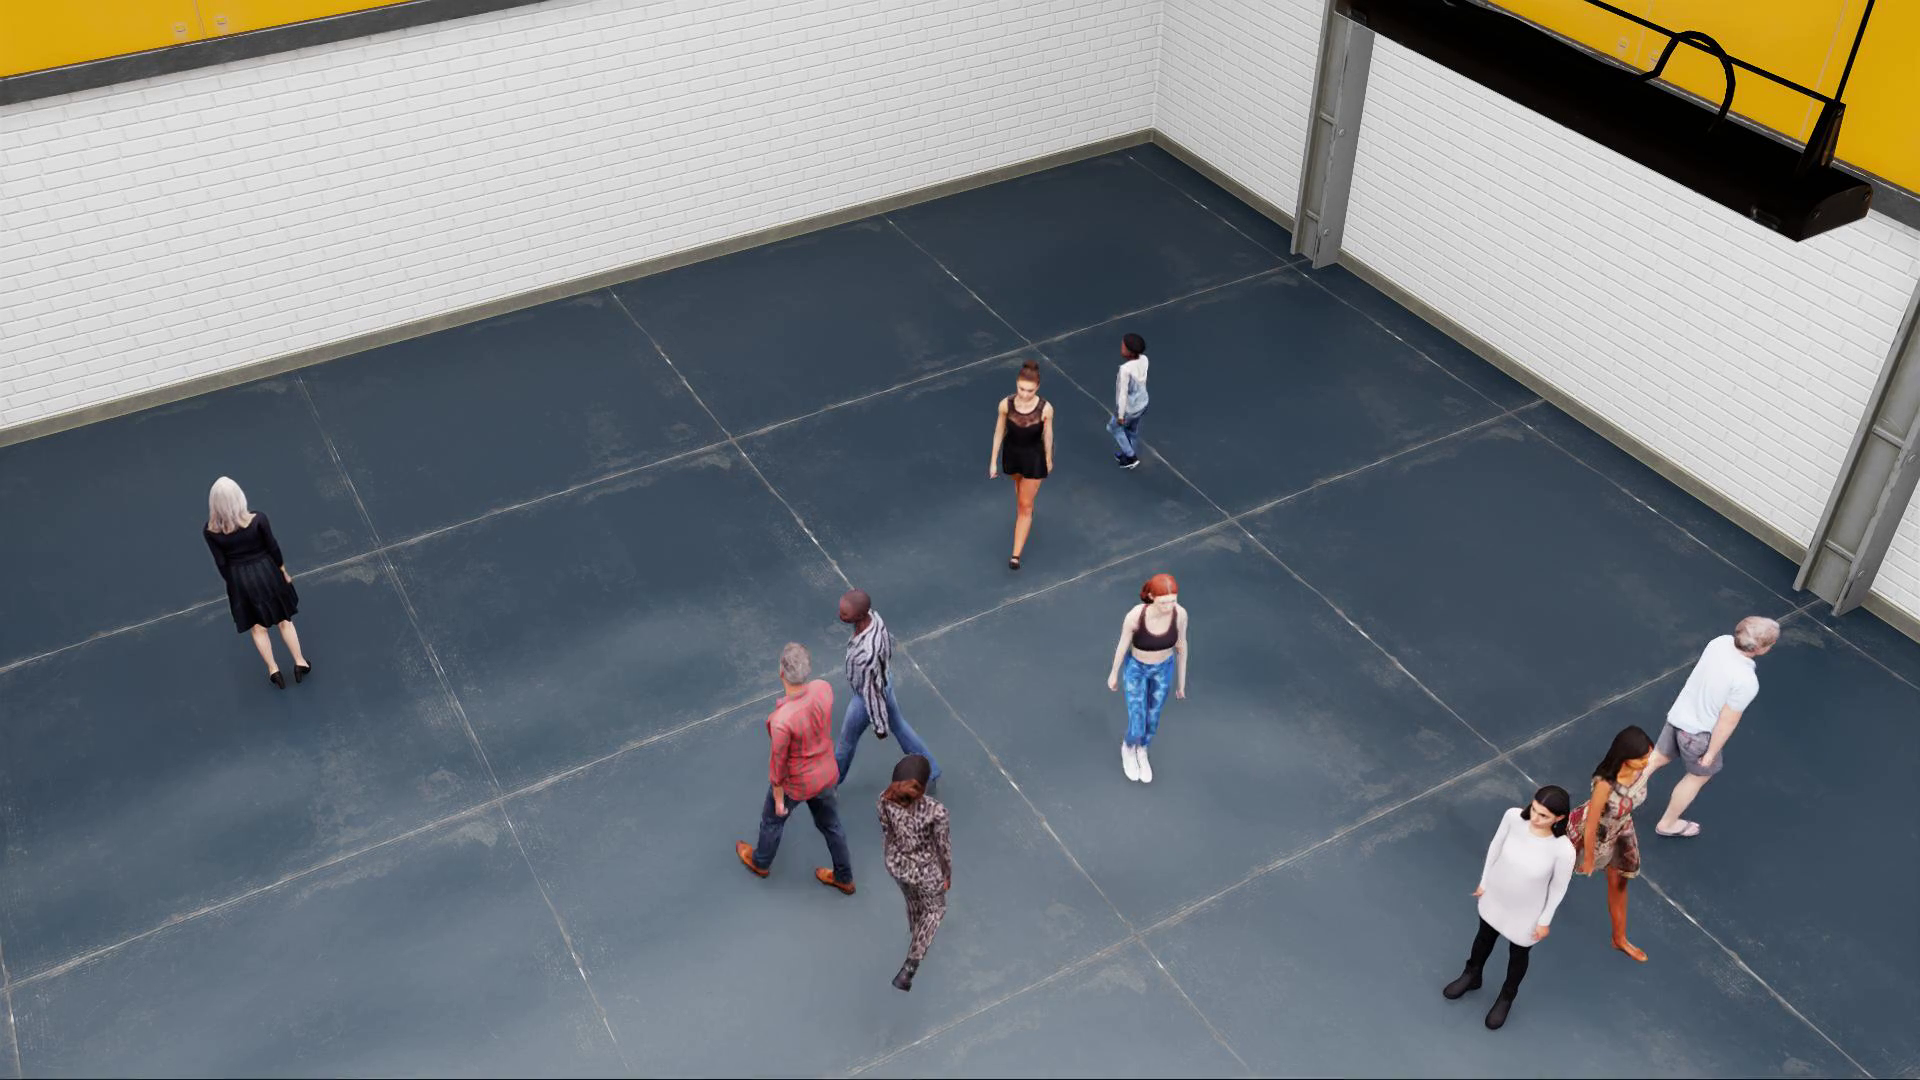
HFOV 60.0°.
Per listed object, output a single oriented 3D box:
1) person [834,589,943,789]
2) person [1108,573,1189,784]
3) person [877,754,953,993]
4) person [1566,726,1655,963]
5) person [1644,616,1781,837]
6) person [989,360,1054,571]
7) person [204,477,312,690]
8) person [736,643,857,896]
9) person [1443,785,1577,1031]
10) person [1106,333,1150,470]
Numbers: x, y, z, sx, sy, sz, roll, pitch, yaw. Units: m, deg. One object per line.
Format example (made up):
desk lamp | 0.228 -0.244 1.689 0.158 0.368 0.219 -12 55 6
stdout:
person | -0.449 0.995 10.403 1.133 1.732 1.199 1 39 1
person | 1.174 0.831 10.581 0.727 1.766 0.752 -6 39 -8
person | -0.278 1.887 9.314 0.942 1.698 0.961 13 40 16
person | 3.639 1.657 9.684 0.718 1.595 1.138 -24 44 -27
person | 4.410 1.156 10.161 0.927 1.784 0.961 -6 39 -7
person | 0.509 -0.662 12.559 1.089 1.631 1.122 12 40 14
person | -4.765 0.292 11.272 0.621 1.747 0.595 -15 41 -18
person | -0.829 1.426 9.818 1.114 1.790 0.917 26 46 29
person | 3.068 1.978 9.112 0.697 1.807 0.515 -27 46 -30
person | 1.413 -1.080 13.387 0.548 1.250 0.593 -31 48 -33
